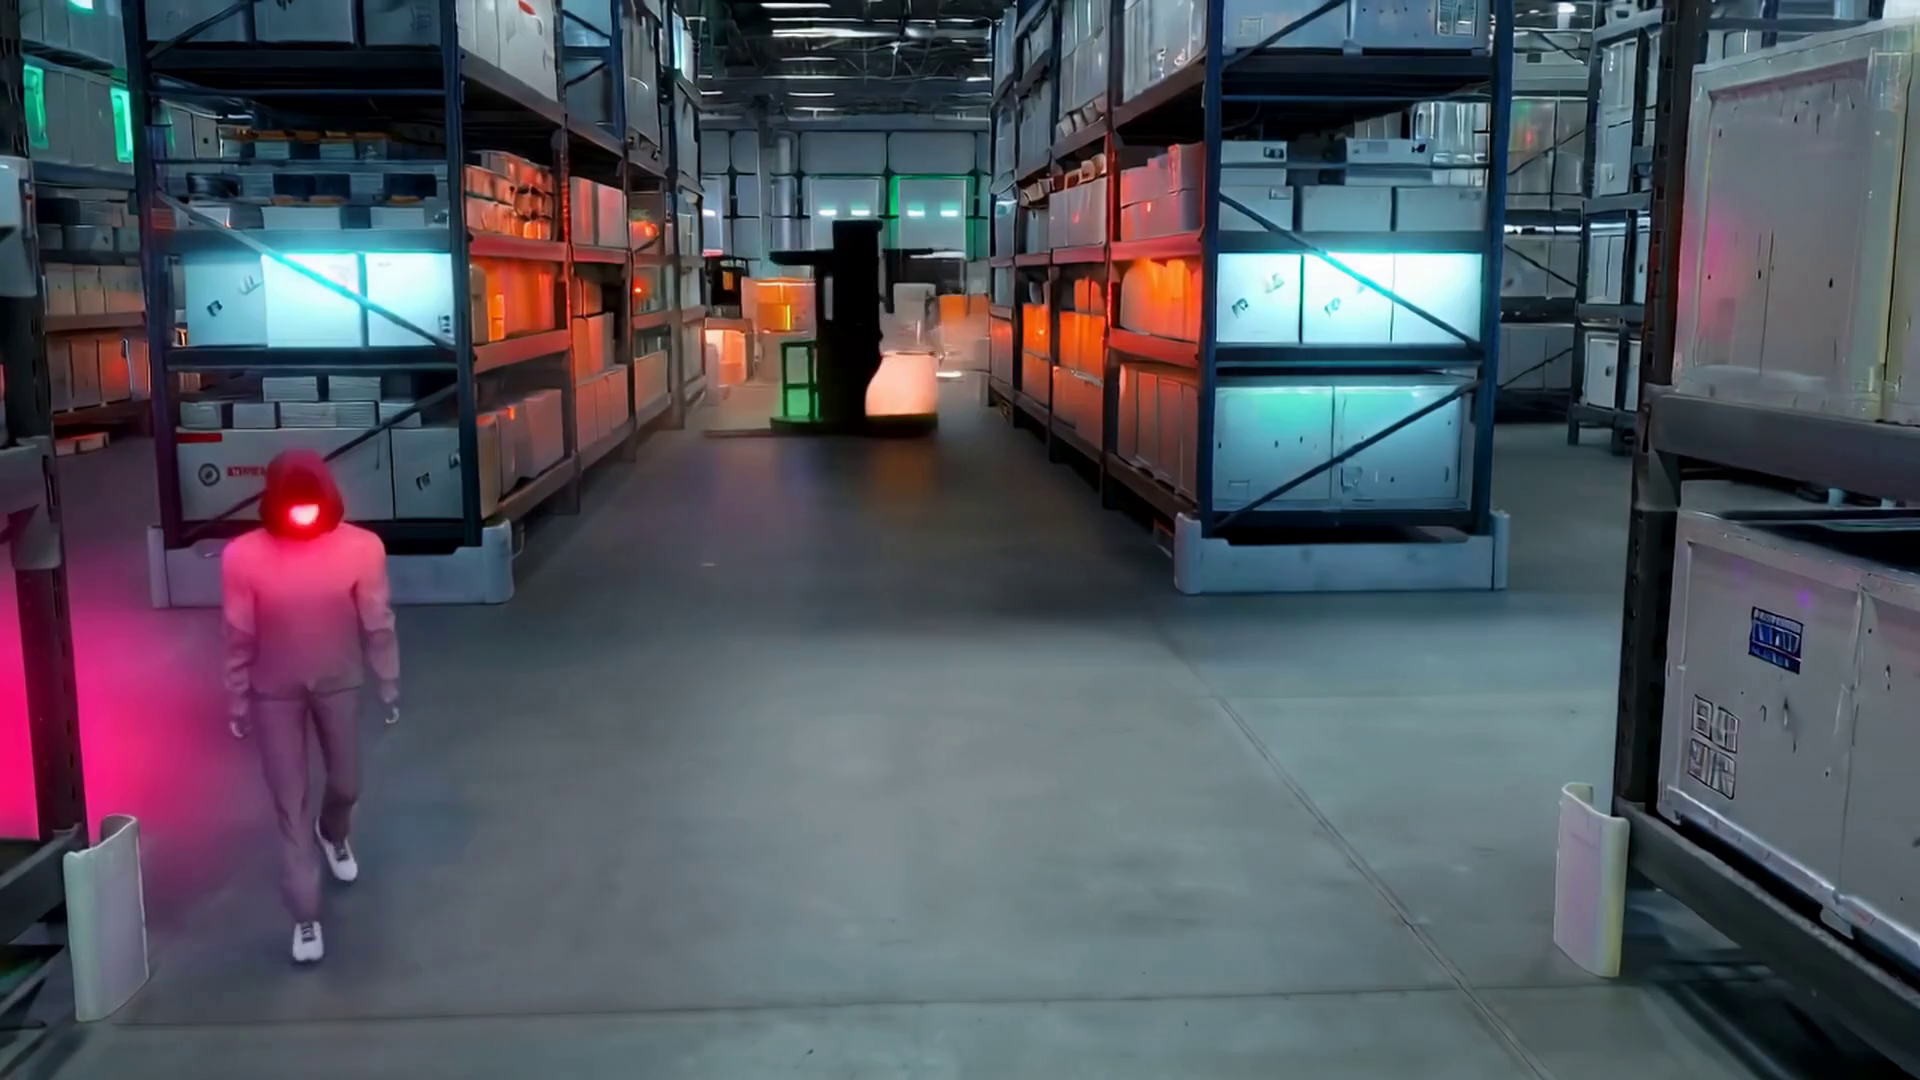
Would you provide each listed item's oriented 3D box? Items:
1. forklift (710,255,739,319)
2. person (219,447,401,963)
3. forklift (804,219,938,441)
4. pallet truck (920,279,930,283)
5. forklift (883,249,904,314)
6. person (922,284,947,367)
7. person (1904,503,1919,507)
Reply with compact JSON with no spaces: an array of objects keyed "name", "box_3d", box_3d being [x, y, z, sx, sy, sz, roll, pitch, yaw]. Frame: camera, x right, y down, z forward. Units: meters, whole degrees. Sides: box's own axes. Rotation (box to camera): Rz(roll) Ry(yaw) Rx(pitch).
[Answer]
[{"name":"forklift","box_3d":[-8.368,-8.713,59.038,1.129,2.768,1.873,-1,9,-4]},{"name":"person","box_3d":[-2.104,0.470,5.393,0.518,1.598,0.747,-5,10,-26]},{"name":"forklift","box_3d":[-1.322,-2.752,21.611,1.873,2.768,1.129,-4,10,-25]},{"name":"pallet truck","box_3d":[-0.932,-8.922,63.114,1.885,1.965,0.823,2,9,13]},{"name":"forklift","box_3d":[-1.786,-6.475,44.989,1.873,2.768,1.129,2,9,11]},{"name":"person","box_3d":[-0.643,-4.845,37.746,0.499,1.923,0.633,-3,10,-19]},{"name":"person","box_3d":[4.089,0.108,6.846,1.014,1.852,0.670,-4,10,-21]}]
